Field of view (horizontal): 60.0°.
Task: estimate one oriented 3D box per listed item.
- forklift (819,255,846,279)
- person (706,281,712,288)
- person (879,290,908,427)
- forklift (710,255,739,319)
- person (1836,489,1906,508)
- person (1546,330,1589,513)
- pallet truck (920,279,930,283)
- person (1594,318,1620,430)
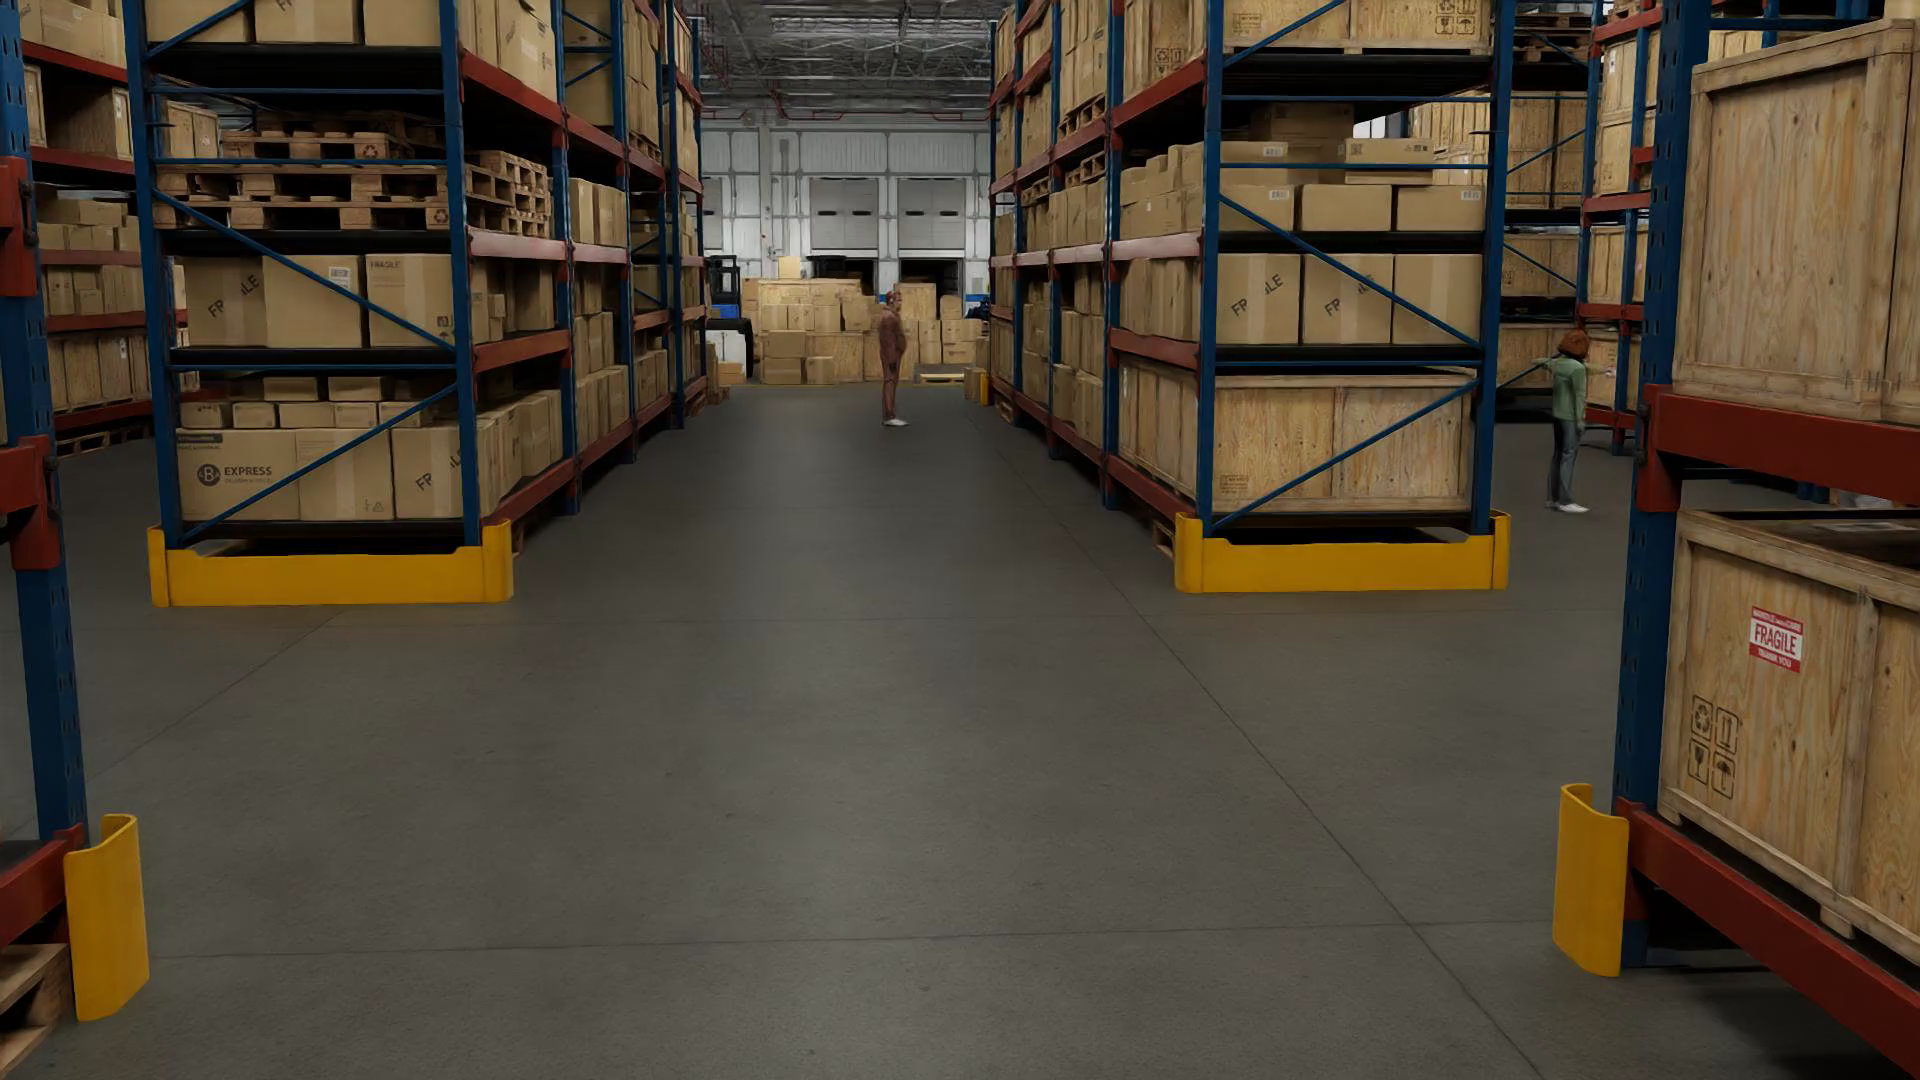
[{"bbox_3d":[-4.499,-8.691,58.903,1.129,2.768,1.873,-5,11,-30],"label":"forklift"},{"bbox_3d":[-9.426,-8.731,62.266,0.337,1.883,0.584,-1,9,-4],"label":"person"},{"bbox_3d":[-0.933,-2.549,23.387,0.403,1.906,0.651,-1,9,-4],"label":"person"},{"bbox_3d":[-8.368,-8.713,59.038,1.129,2.768,1.873,-1,9,-4],"label":"forklift"},{"bbox_3d":[5.065,-0.275,9.293,0.372,1.843,0.570,-1,9,-4],"label":"person"},{"bbox_3d":[5.462,-1.062,14.899,0.266,1.631,0.507,-1,9,-4],"label":"person"},{"bbox_3d":[-0.932,-8.922,63.114,1.885,1.965,0.823,2,9,13],"label":"pallet truck"},{"bbox_3d":[8.917,-2.322,22.798,0.310,1.638,0.522,-1,9,-4],"label":"person"}]
